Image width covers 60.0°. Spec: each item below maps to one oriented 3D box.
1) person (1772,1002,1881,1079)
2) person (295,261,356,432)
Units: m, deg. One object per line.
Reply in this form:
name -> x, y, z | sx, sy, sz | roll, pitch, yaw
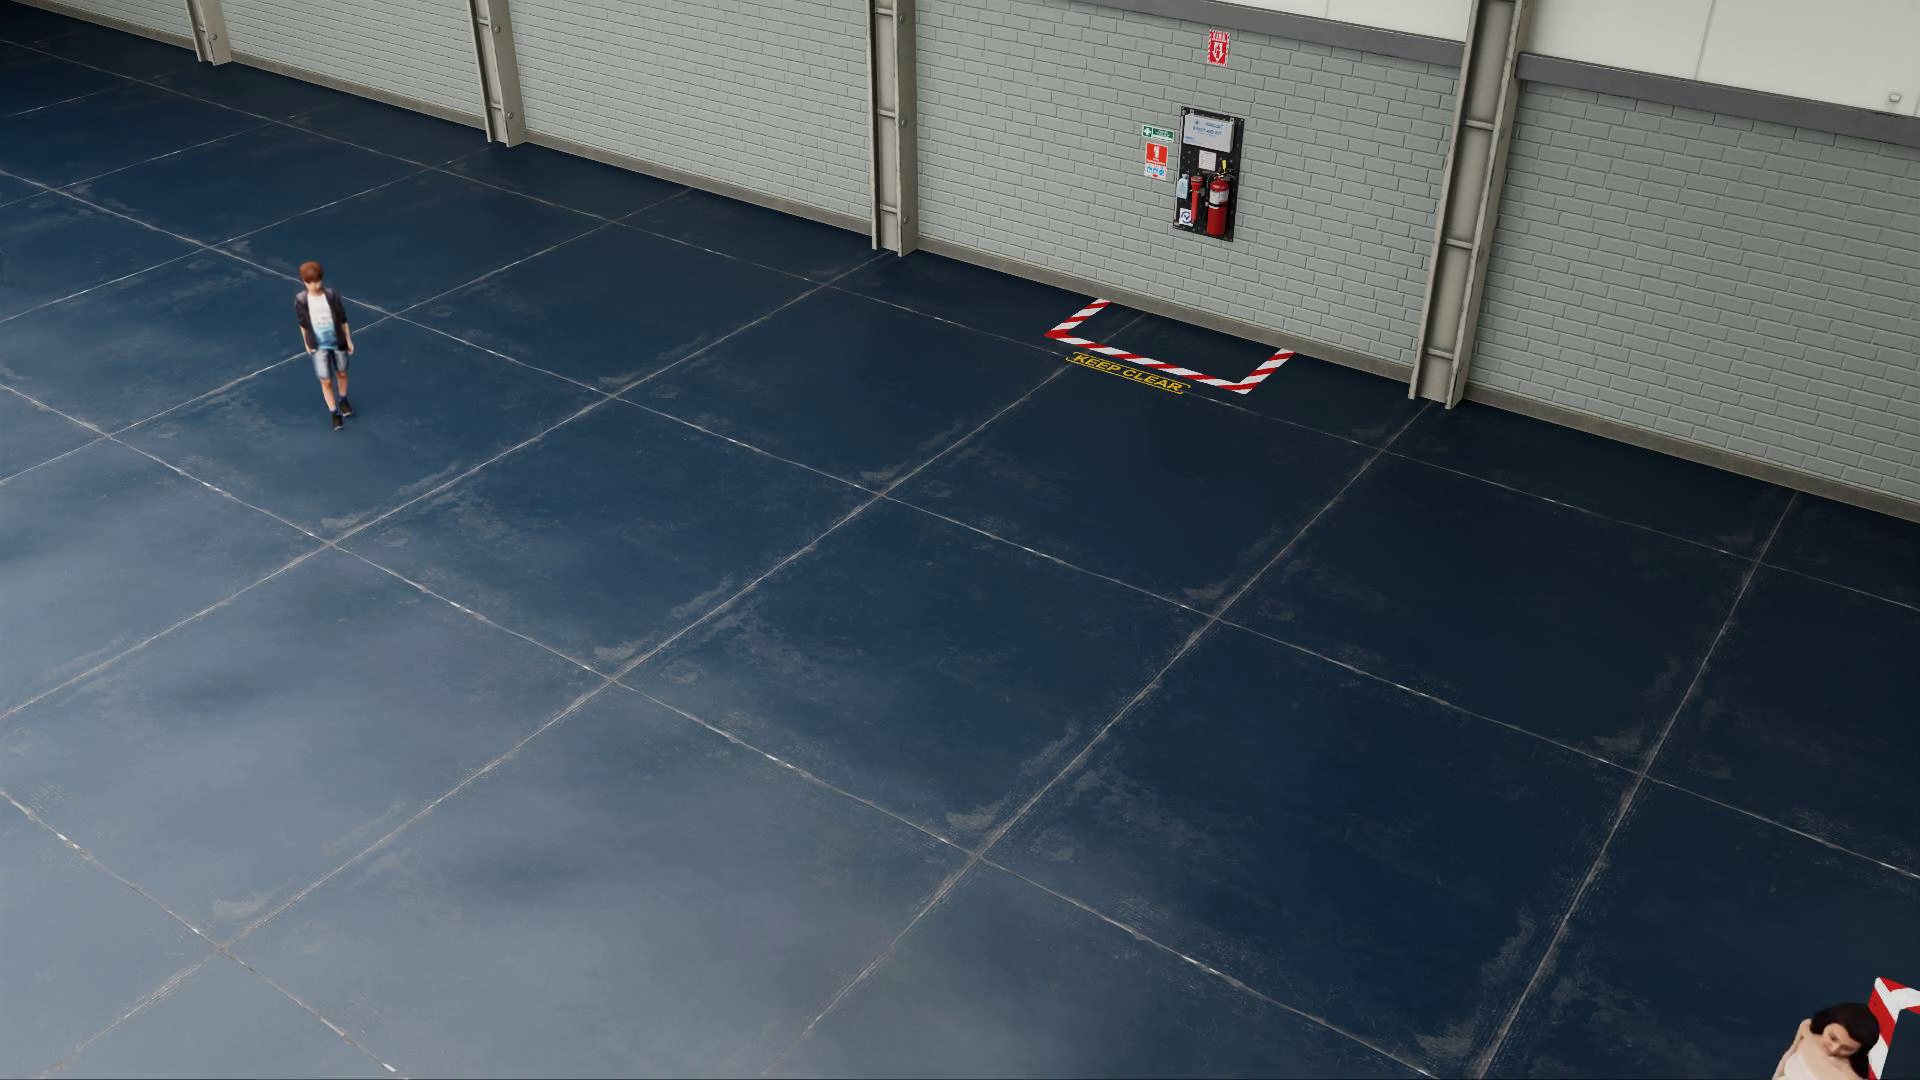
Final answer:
person -> 3.633, 2.529, 7.148 | 0.812, 1.707, 0.739 | -3, 32, -5
person -> -5.367, -1.704, 14.119 | 0.747, 1.428, 0.896 | -16, 36, -24
